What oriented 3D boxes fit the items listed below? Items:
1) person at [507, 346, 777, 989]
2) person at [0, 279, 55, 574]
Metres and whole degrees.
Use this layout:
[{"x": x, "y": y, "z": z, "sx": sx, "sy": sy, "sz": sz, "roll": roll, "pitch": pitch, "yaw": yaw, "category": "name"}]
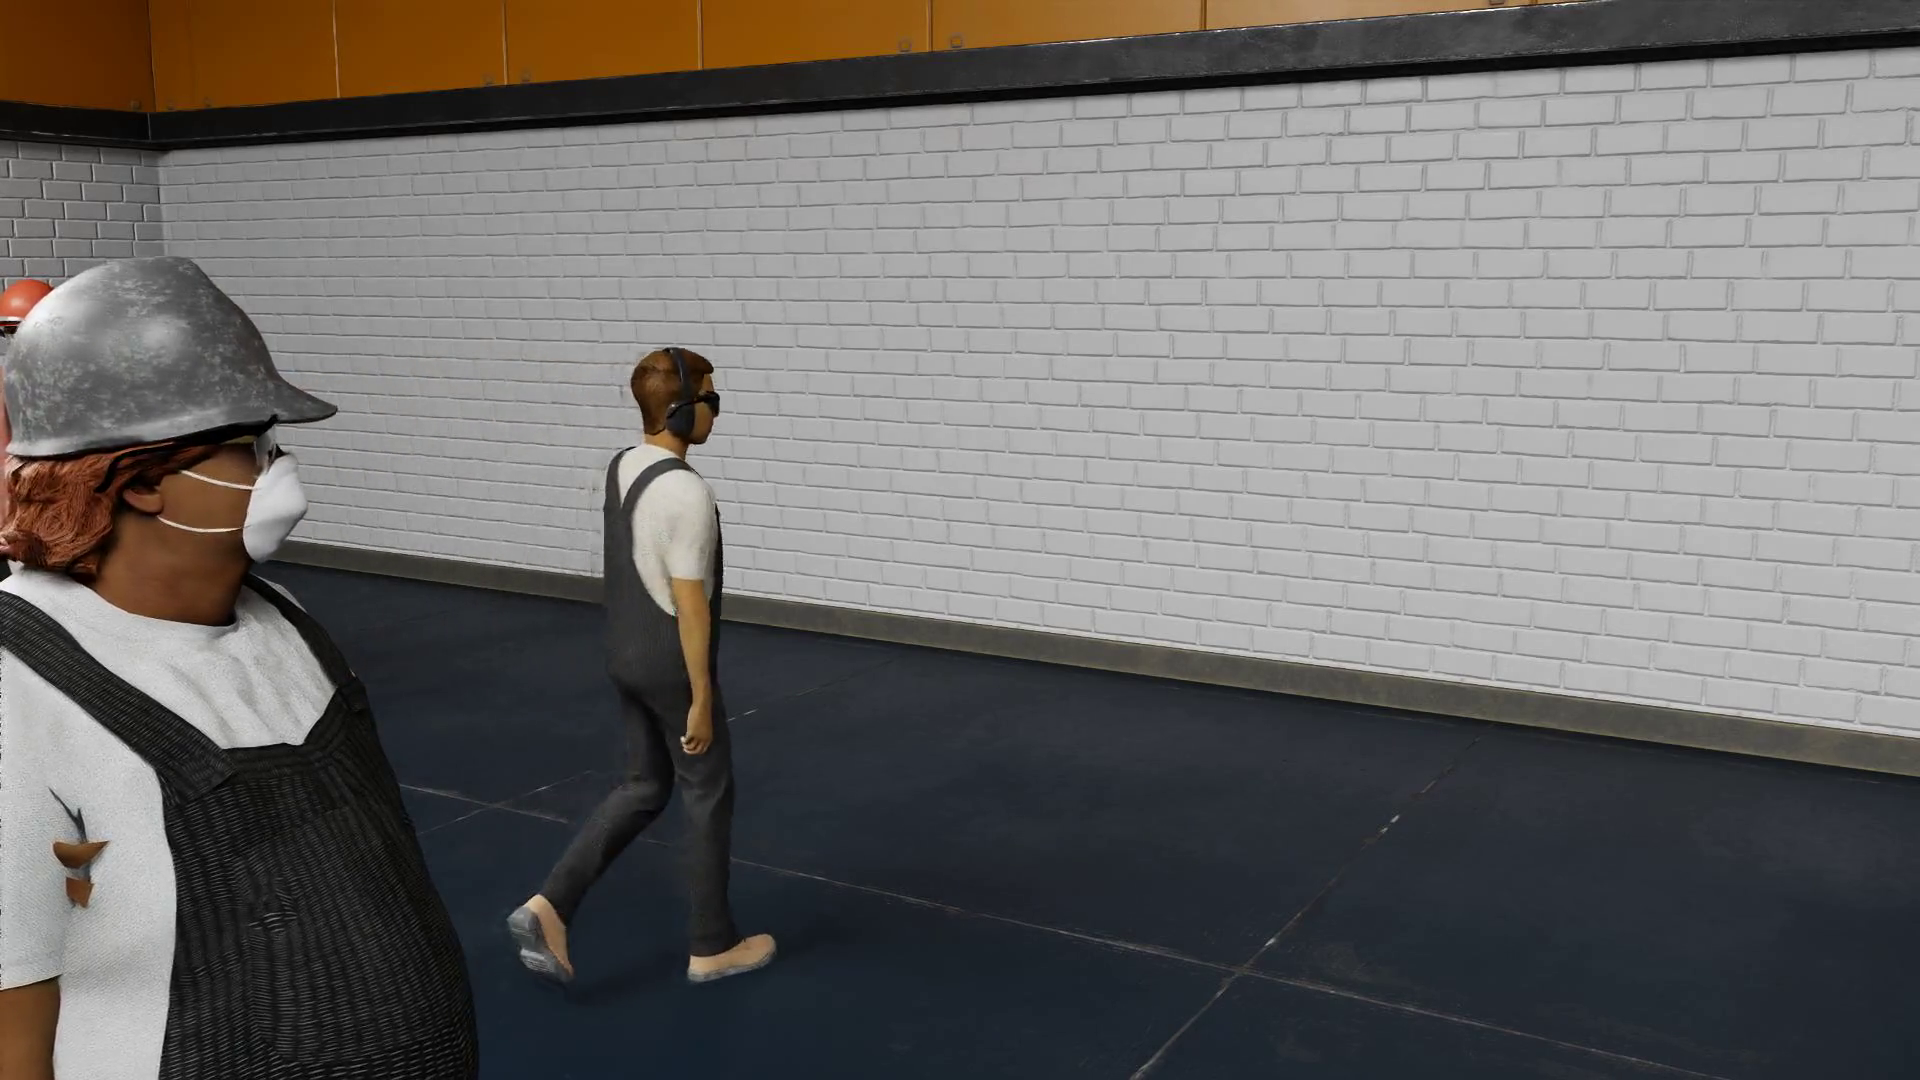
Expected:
[{"x": -0.876, "y": 0.381, "z": 4.597, "sx": 0.714, "sy": 1.829, "sz": 0.518, "roll": -8, "pitch": 12, "yaw": -42, "category": "person"}, {"x": -3.749, "y": -0.066, "z": 6.869, "sx": 0.611, "sy": 1.997, "sz": 0.375, "roll": 4, "pitch": 10, "yaw": 22, "category": "person"}]
